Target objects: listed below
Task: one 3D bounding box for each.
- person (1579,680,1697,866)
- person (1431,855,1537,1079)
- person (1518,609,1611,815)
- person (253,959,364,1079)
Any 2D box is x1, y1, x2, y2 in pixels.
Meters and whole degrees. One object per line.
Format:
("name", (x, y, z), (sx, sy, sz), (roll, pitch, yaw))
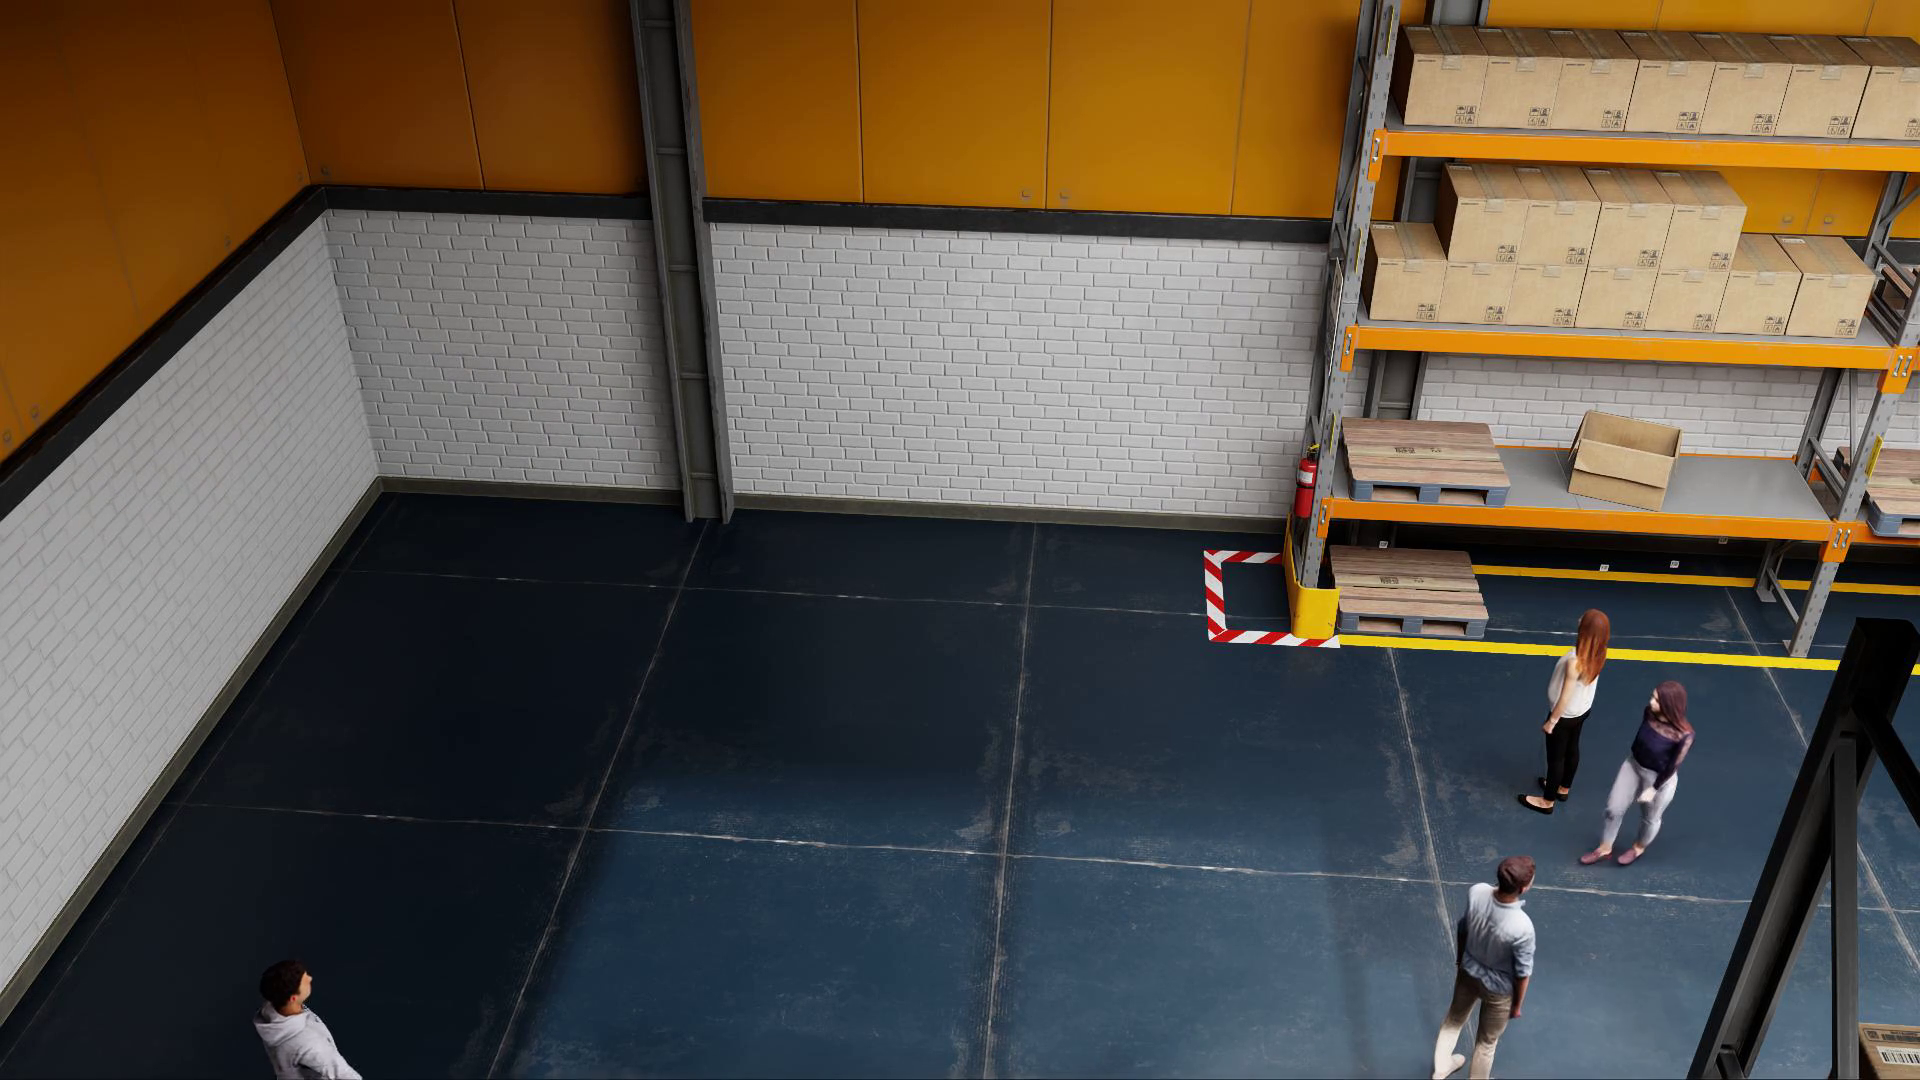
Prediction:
("person", (4.686, 1.586, 11.173), (0.850, 1.589, 0.765), (-13, 36, -19))
("person", (3.023, 2.513, 9.546), (0.741, 1.846, 0.727), (-18, 38, -25))
("person", (4.281, 1.194, 11.643), (0.646, 1.722, 0.697), (-27, 42, -34))
("person", (-3.455, 2.999, 8.764), (1.107, 1.902, 1.072), (-28, 43, -36))
